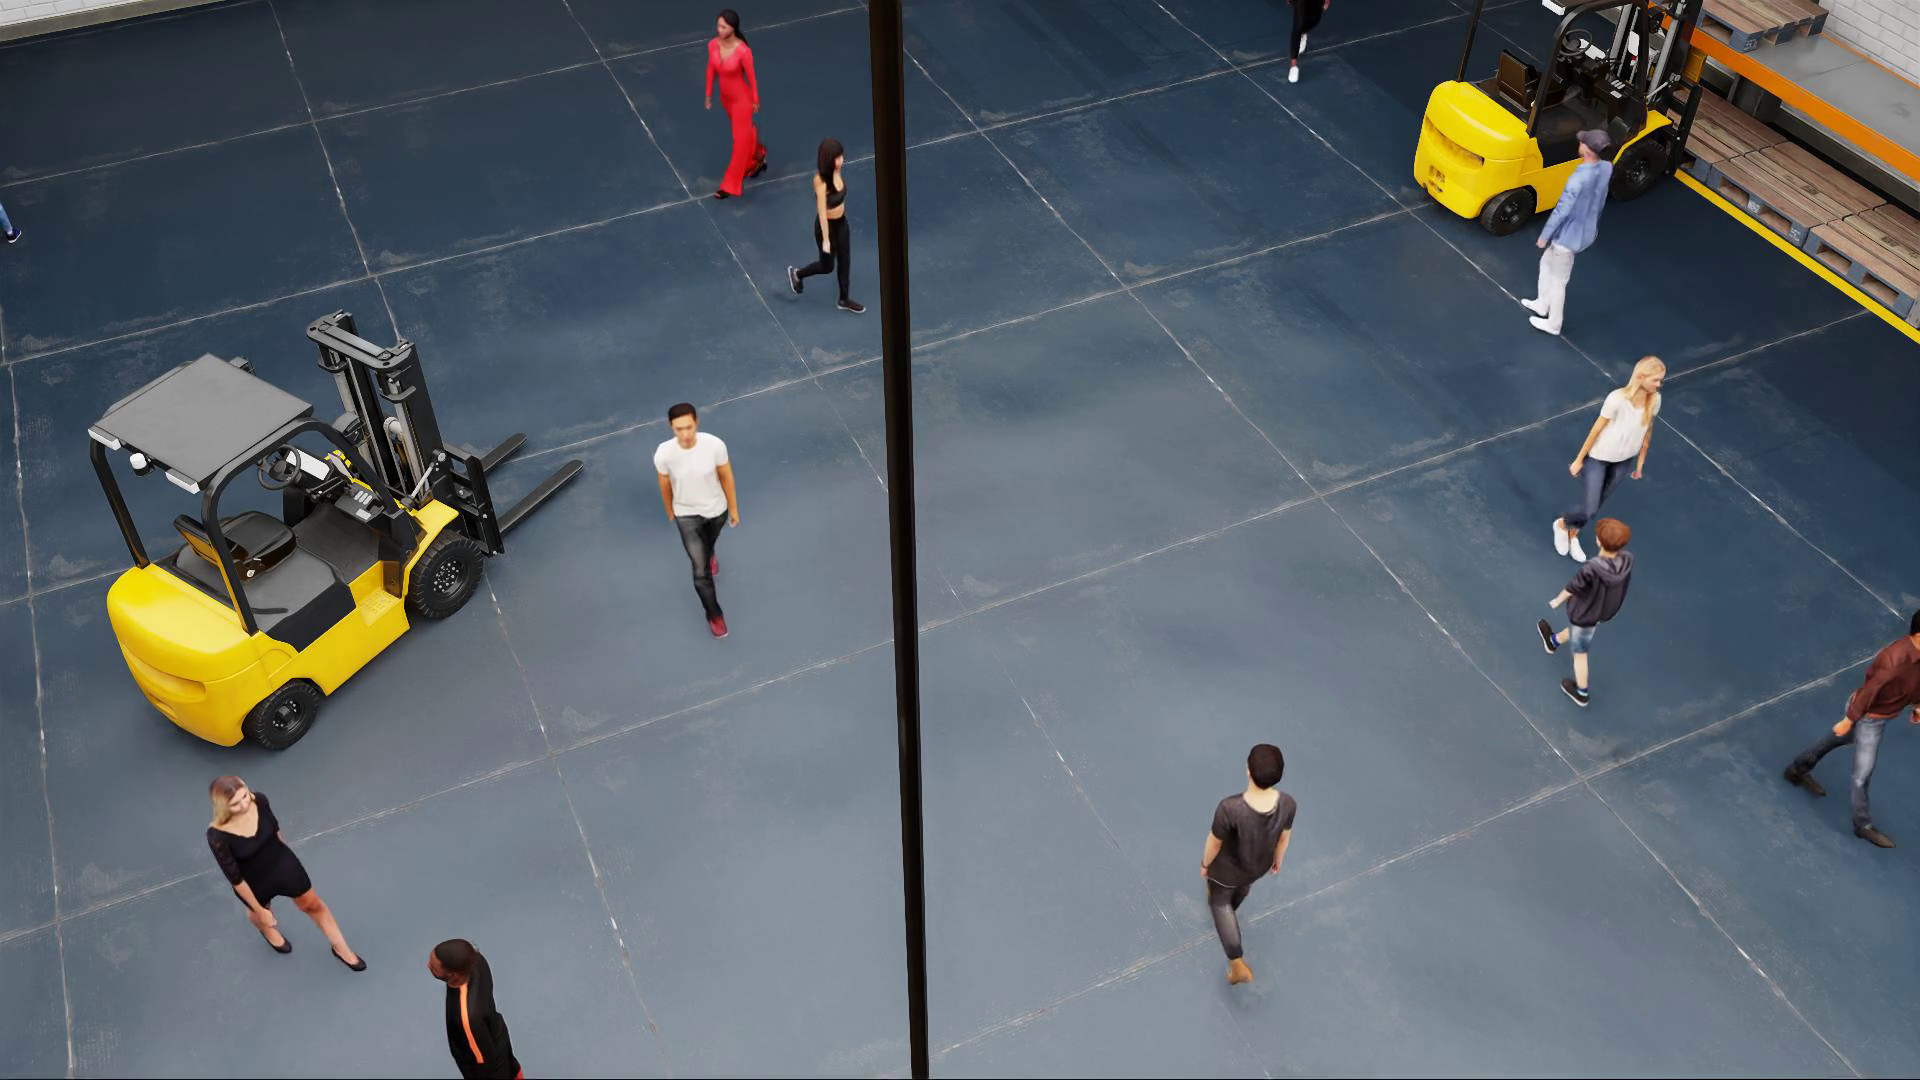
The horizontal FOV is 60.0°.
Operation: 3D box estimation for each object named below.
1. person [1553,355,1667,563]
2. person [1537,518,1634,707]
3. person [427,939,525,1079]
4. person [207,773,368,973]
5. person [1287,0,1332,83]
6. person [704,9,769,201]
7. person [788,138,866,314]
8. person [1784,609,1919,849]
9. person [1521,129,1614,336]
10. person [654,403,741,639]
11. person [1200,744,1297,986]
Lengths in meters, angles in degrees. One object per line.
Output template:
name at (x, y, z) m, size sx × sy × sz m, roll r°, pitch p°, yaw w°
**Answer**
person at (4.483, -0.612, 11.644) m, size 0.685 × 1.795 × 0.677 m, roll -10°, pitch 45°, yaw -11°
person at (4.110, 0.499, 10.752) m, size 0.581 × 1.417 × 0.924 m, roll -14°, pitch 45°, yaw -15°
person at (-2.376, 2.537, 8.329) m, size 0.731 × 1.808 × 0.533 m, roll -10°, pitch 44°, yaw -10°
person at (-3.911, 1.817, 9.204) m, size 1.032 × 1.645 × 0.883 m, roll 24°, pitch 49°, yaw 23°
person at (3.574, -5.631, 16.980) m, size 0.961 × 1.702 × 1.174 m, roll 3°, pitch 44°, yaw 4°
person at (-1.995, -4.055, 15.310) m, size 1.168 × 1.735 × 1.087 m, roll 24°, pitch 49°, yaw 23°
person at (-1.150, -2.614, 13.867) m, size 0.995 × 1.627 × 0.900 m, roll 17°, pitch 46°, yaw 17°
person at (5.403, 0.979, 10.008) m, size 0.808 × 1.748 × 1.066 m, roll -27°, pitch 50°, yaw -25°
person at (5.037, -2.450, 13.517) m, size 0.769 × 1.874 × 0.806 m, roll -29°, pitch 51°, yaw -27°
person at (-1.774, -0.277, 11.331) m, size 0.680 × 1.753 × 1.180 m, roll -15°, pitch 46°, yaw -15°
person at (1.575, 1.798, 9.188) m, size 0.745 × 1.694 × 1.042 m, roll -10°, pitch 44°, yaw -10°
